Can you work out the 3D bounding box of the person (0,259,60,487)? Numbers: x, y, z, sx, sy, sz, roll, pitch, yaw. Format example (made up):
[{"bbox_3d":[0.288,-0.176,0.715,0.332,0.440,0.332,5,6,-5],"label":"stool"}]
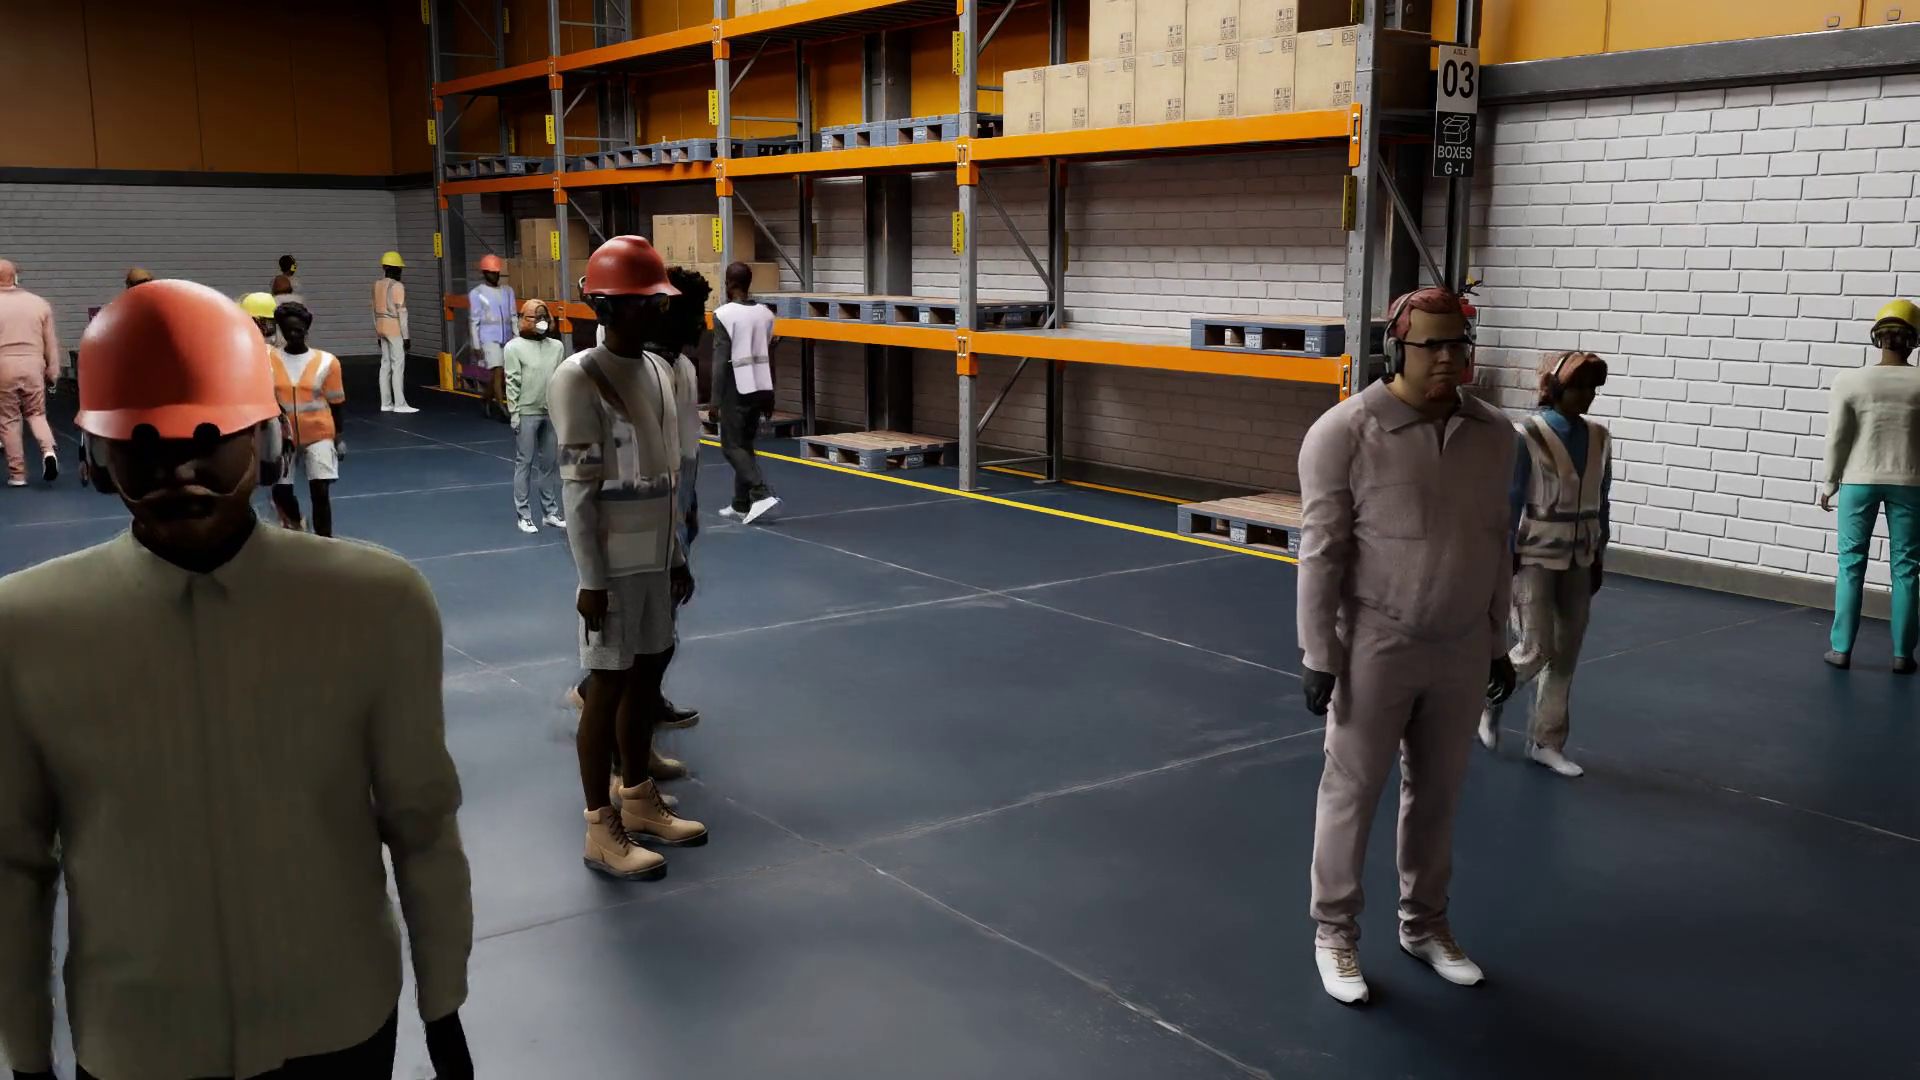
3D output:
[{"bbox_3d":[-7.799,-1.365,13.754,0.518,1.890,0.659,9,14,42],"label":"person"}]

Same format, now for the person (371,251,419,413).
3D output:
[{"bbox_3d":[-6.762,-2.475,19.872,0.594,1.924,0.382,8,13,36],"label":"person"}]

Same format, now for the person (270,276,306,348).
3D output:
[{"bbox_3d":[-8.833,-2.655,21.820,0.518,1.598,0.827,-8,13,-36],"label":"person"}]

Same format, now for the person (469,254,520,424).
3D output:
[{"bbox_3d":[-5.288,-2.276,18.817,0.840,1.913,0.546,9,13,40],"label":"person"}]

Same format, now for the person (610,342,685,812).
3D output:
[{"bbox_3d":[-1.159,0.124,6.045,0.325,1.673,0.579,-2,10,-10],"label":"person"}]

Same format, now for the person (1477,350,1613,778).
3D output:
[{"bbox_3d":[2.242,0.088,6.348,0.529,1.624,0.412,-4,11,-23],"label":"person"}]

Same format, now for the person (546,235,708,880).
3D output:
[{"bbox_3d":[-1.051,0.052,5.388,0.377,2.045,0.605,3,11,18],"label":"person"}]

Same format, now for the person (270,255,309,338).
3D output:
[{"bbox_3d":[-9.104,-2.932,22.615,0.510,1.864,0.329,2,10,10],"label":"person"}]

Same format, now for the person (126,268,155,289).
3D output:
[{"bbox_3d":[-6.626,-1.302,13.600,0.626,1.821,0.625,-7,12,-32],"label":"person"}]

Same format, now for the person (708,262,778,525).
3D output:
[{"bbox_3d":[-1.524,-1.058,12.088,0.743,1.882,0.636,7,12,34],"label":"person"}]

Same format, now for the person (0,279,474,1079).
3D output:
[{"bbox_3d":[-0.976,0.645,2.258,0.614,1.980,0.455,-5,11,-27],"label":"person"}]

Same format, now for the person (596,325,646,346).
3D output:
[{"bbox_3d":[-2.286,-0.979,11.755,0.586,1.834,0.403,-1,10,-6],"label":"person"}]

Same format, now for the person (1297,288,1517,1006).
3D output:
[{"bbox_3d":[1.216,0.287,4.457,0.651,1.906,0.404,-3,11,-18],"label":"person"}]

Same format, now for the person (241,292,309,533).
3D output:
[{"bbox_3d":[-4.565,-0.731,10.699,0.926,1.714,0.506,-10,14,-43],"label":"person"}]

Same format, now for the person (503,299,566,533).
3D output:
[{"bbox_3d":[-2.969,-0.874,11.720,0.284,1.636,0.497,8,13,38],"label":"person"}]

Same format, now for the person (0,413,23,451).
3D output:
[{"bbox_3d":[-9.208,-1.771,16.003,0.597,1.901,0.743,-6,12,-29],"label":"person"}]

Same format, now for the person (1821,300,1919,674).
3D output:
[{"bbox_3d":[4.368,-0.249,7.876,0.529,1.759,0.335,5,11,25],"label":"person"}]

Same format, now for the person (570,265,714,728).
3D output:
[{"bbox_3d":[-1.282,-0.156,6.869,0.539,1.933,0.639,2,10,11],"label":"person"}]

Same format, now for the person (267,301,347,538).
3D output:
[{"bbox_3d":[-4.049,-0.634,10.241,0.546,1.676,0.612,-3,10,-15],"label":"person"}]
